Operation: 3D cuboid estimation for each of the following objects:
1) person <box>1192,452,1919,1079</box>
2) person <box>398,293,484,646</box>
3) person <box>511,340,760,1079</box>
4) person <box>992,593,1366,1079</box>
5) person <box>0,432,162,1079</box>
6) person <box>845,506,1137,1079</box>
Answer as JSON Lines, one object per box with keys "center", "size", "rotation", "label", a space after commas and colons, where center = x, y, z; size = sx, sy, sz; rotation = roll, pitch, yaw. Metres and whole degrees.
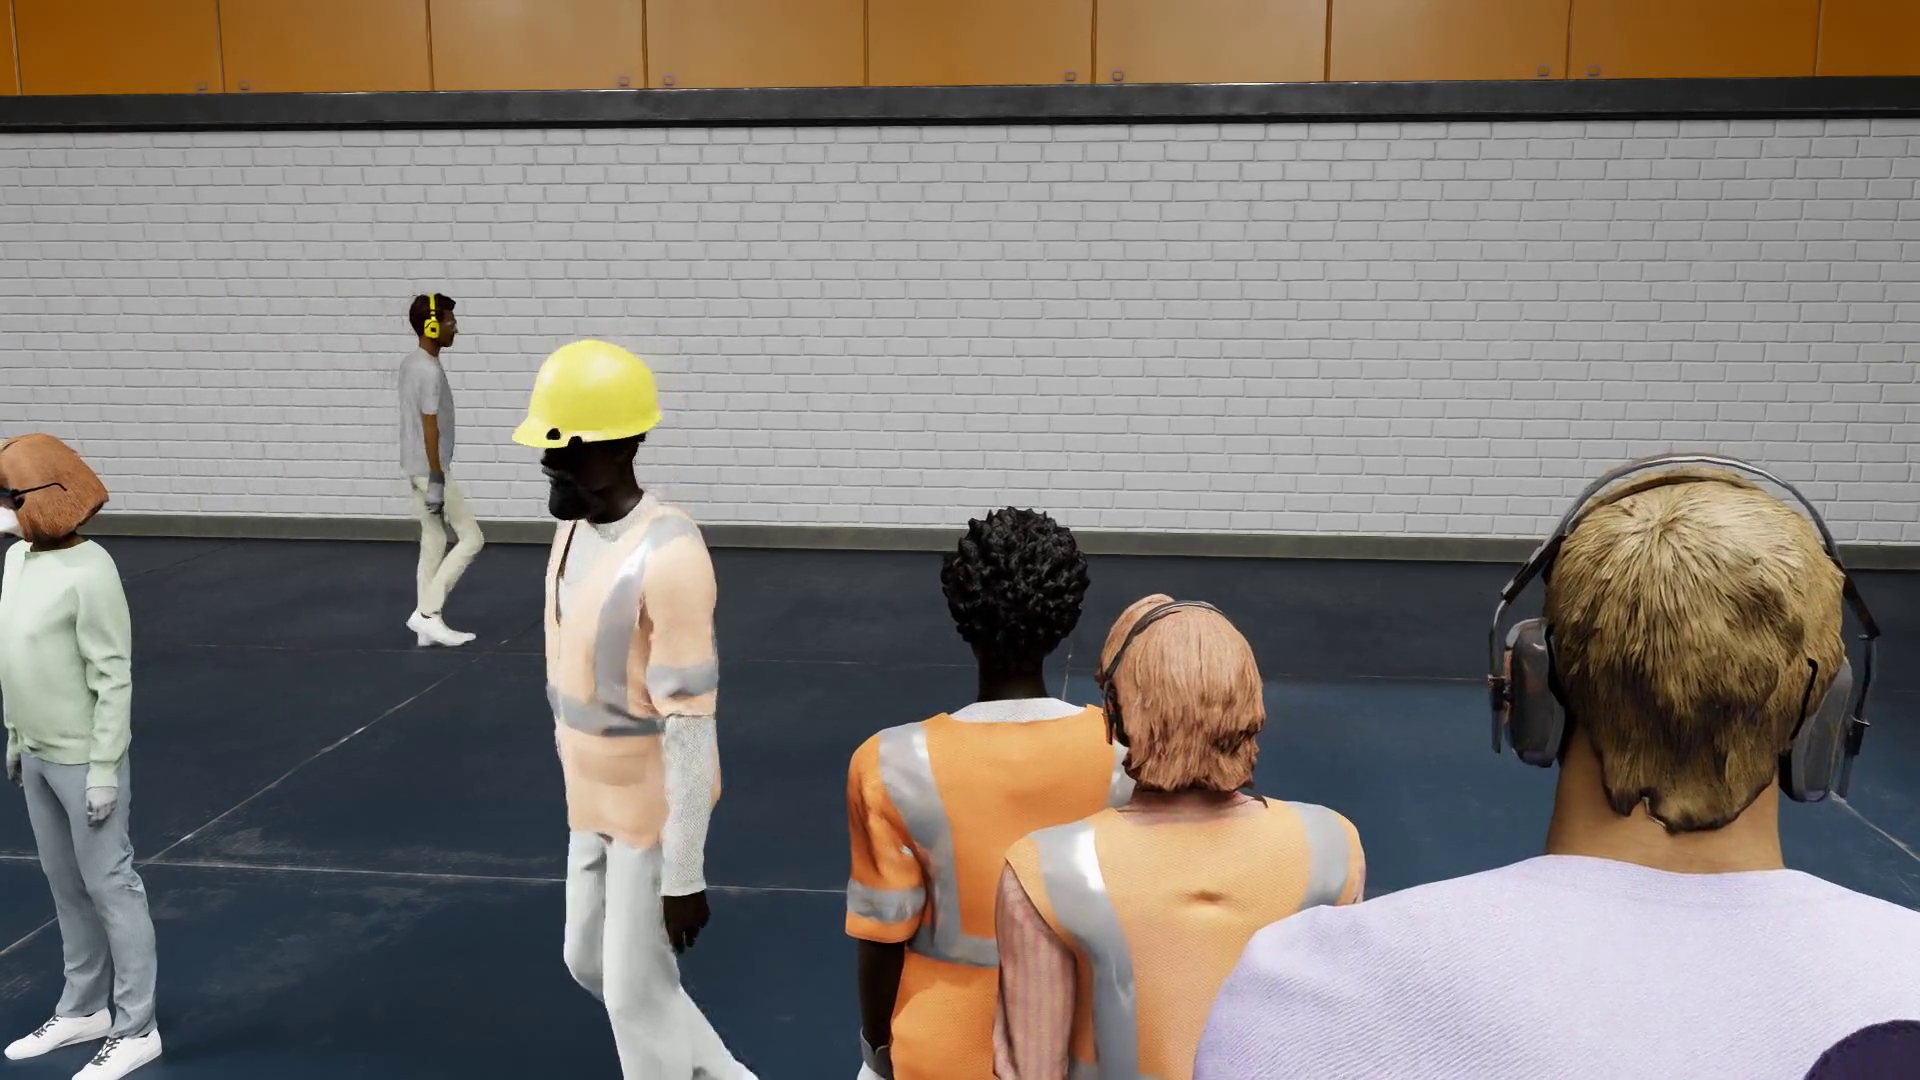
{"center": [0.479, 0.902, 1.240], "size": [0.630, 1.938, 0.366], "rotation": [2, 10, 10], "label": "person"}
{"center": [-2.712, -0.349, 8.668], "size": [0.385, 1.855, 0.511], "rotation": [-6, 12, -33], "label": "person"}
{"center": [-0.631, 0.535, 3.489], "size": [0.612, 1.897, 0.632], "rotation": [-6, 12, -33], "label": "person"}
{"center": [0.283, 0.886, 2.186], "size": [0.520, 1.639, 0.312], "rotation": [-3, 10, -15], "label": "person"}
{"center": [-2.232, 0.546, 4.158], "size": [0.497, 1.632, 0.289], "rotation": [7, 12, 35], "label": "person"}
{"center": [0.087, 0.793, 2.552], "size": [0.529, 1.697, 0.321], "rotation": [-2, 10, -9], "label": "person"}
